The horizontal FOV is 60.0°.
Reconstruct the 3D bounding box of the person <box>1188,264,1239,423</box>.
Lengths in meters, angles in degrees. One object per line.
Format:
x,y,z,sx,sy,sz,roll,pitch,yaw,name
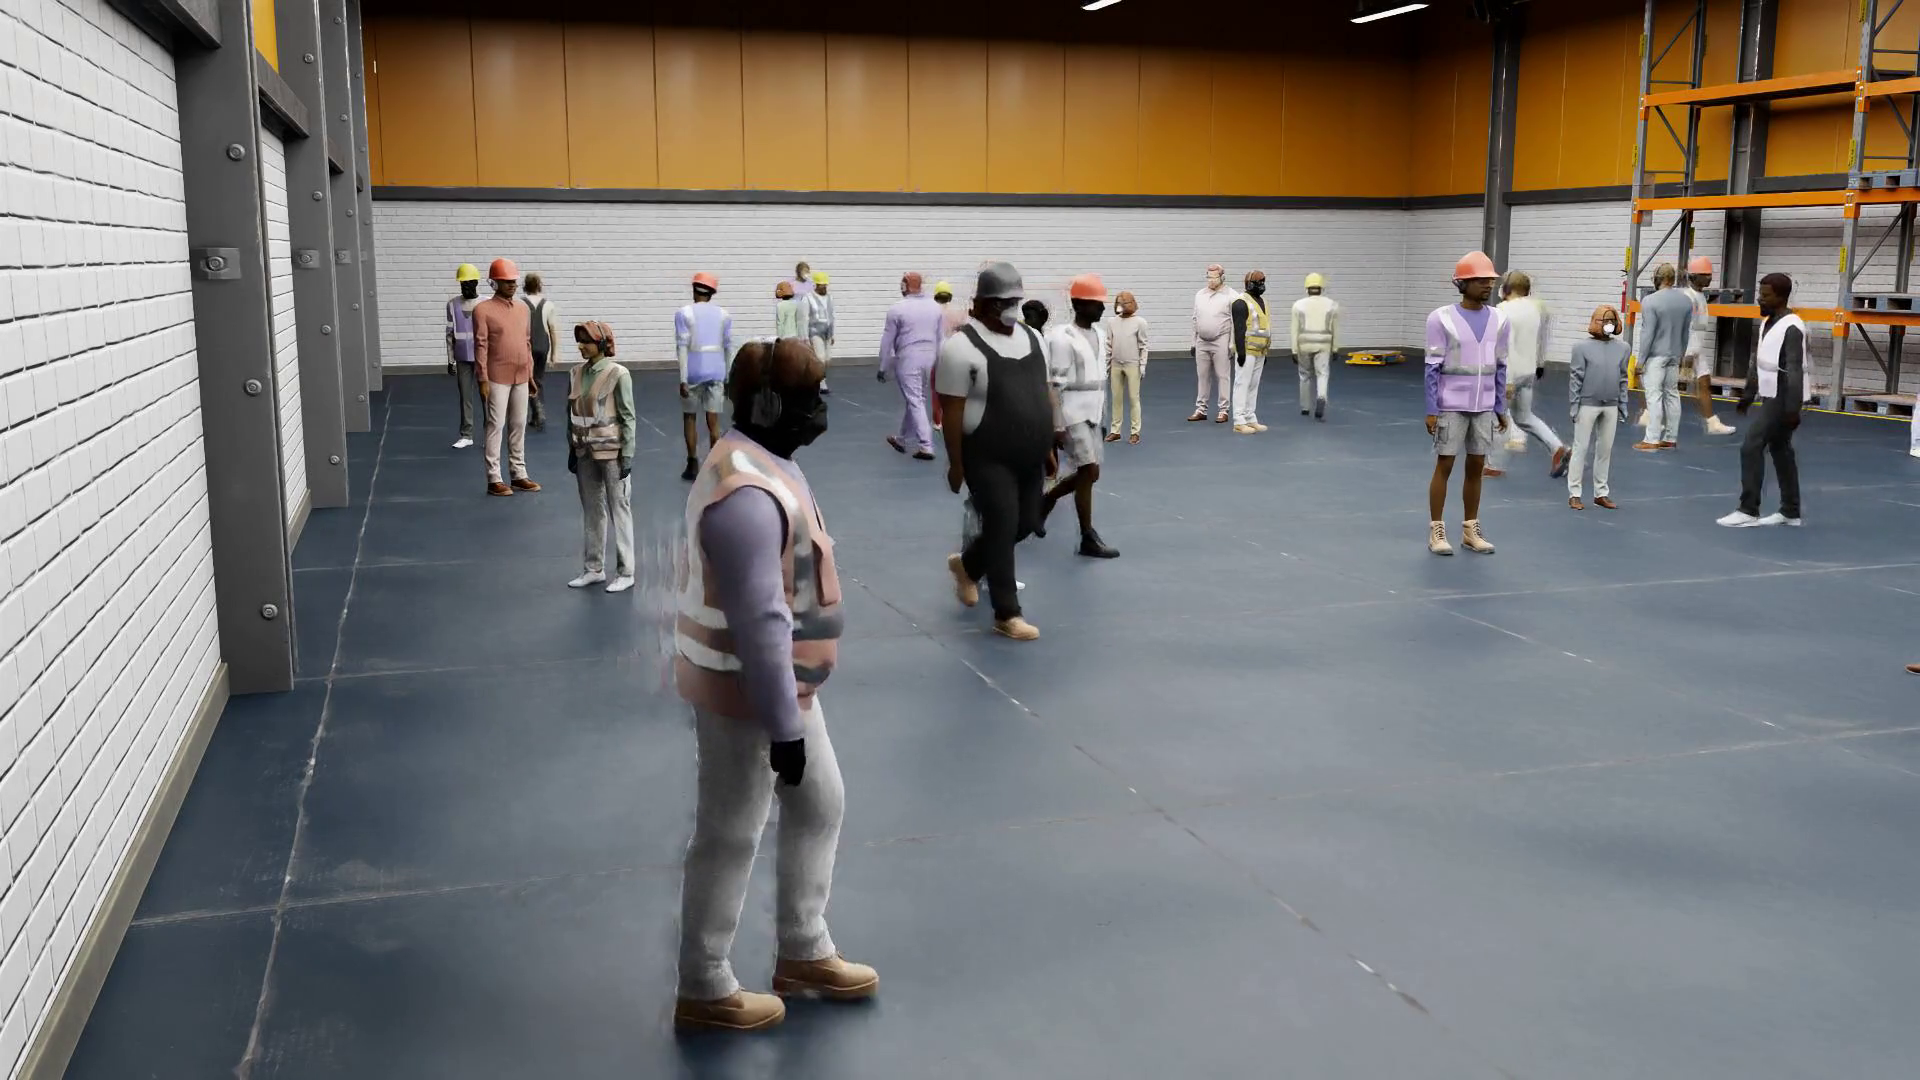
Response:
3.060,-2.369,20.096,0.639,1.905,0.407,7,12,36,person

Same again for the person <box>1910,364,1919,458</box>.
9.765,-1.692,16.571,0.526,1.768,0.330,-6,11,-30,person

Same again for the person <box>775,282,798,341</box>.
-2.489,-2.867,23.756,0.280,1.634,0.498,5,11,25,person

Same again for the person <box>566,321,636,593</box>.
-2.171,-0.503,10.054,0.522,1.638,0.310,6,12,33,person

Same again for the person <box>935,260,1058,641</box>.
0.172,-0.524,9.015,0.686,2.000,0.842,-9,13,-42,person

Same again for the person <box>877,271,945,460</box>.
-0.519,-1.755,16.665,0.674,1.851,0.980,-7,12,-36,person

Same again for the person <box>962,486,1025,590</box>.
0.199,-0.566,10.143,0.309,1.735,0.484,-5,11,-25,person

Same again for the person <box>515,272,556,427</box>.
-4.918,-2.187,19.277,0.528,1.824,0.733,-6,11,-31,person

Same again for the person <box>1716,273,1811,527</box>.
5.980,-1.032,12.406,0.780,1.891,0.614,2,10,14,person

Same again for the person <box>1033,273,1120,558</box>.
0.760,-0.844,11.266,0.742,1.915,0.543,8,12,38,person

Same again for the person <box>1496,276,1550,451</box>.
5.713,-1.852,17.361,0.643,1.807,0.851,-4,10,-20,person

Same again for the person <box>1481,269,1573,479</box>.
5.050,-1.459,14.852,0.642,1.913,0.819,-8,13,-40,person

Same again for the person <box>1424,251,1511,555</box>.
3.438,-0.916,11.269,0.608,2.048,0.364,-2,10,-12,person

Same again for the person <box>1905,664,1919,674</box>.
4.754,-0.222,7.766,0.334,1.870,0.517,2,10,9,person

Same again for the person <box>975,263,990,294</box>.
0.470,-3.439,26.352,0.840,1.880,0.654,9,13,42,person

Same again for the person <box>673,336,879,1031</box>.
-0.459,0.394,4.317,0.682,1.828,0.671,0,10,-2,person

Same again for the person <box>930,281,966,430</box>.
-0.183,-2.061,18.835,0.534,1.726,0.917,0,10,-3,person

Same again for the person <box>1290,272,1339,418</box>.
4.355,-2.380,20.435,0.598,1.814,0.753,1,10,8,person

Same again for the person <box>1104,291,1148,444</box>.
1.774,-1.851,17.880,0.507,1.631,0.276,7,12,34,person

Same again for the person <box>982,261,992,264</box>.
0.449,-3.574,27.061,0.406,1.911,0.637,1,10,5,person

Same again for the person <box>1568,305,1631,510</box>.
5.093,-1.055,13.266,0.497,1.633,0.285,-1,10,-9,person

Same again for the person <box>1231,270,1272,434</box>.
3.329,-2.139,18.944,0.430,1.845,0.624,8,12,37,person

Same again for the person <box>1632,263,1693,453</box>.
7.203,-1.864,17.075,0.635,1.936,0.354,-4,11,-23,person

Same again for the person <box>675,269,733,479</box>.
-2.270,-1.459,14.849,0.558,1.889,0.601,-5,11,-27,person

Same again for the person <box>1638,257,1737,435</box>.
8.230,-2.185,18.782,1.065,1.997,0.631,8,13,40,person

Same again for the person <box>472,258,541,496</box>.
-3.830,-1.376,14.082,0.386,1.992,0.624,6,12,32,person

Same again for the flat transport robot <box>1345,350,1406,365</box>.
7.632,-3.353,30.513,0.652,0.197,1.431,6,12,32,flat transport robot

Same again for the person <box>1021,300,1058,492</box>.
0.584,-1.098,13.430,0.552,1.648,0.843,4,11,24,person

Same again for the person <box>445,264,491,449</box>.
-5.093,-1.915,17.398,0.588,1.927,0.371,1,10,6,person

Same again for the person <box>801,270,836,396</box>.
-2.070,-2.987,24.005,0.711,1.797,0.599,10,14,44,person

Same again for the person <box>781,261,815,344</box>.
-2.618,-3.557,26.947,0.641,1.912,0.803,-4,10,-20,person
